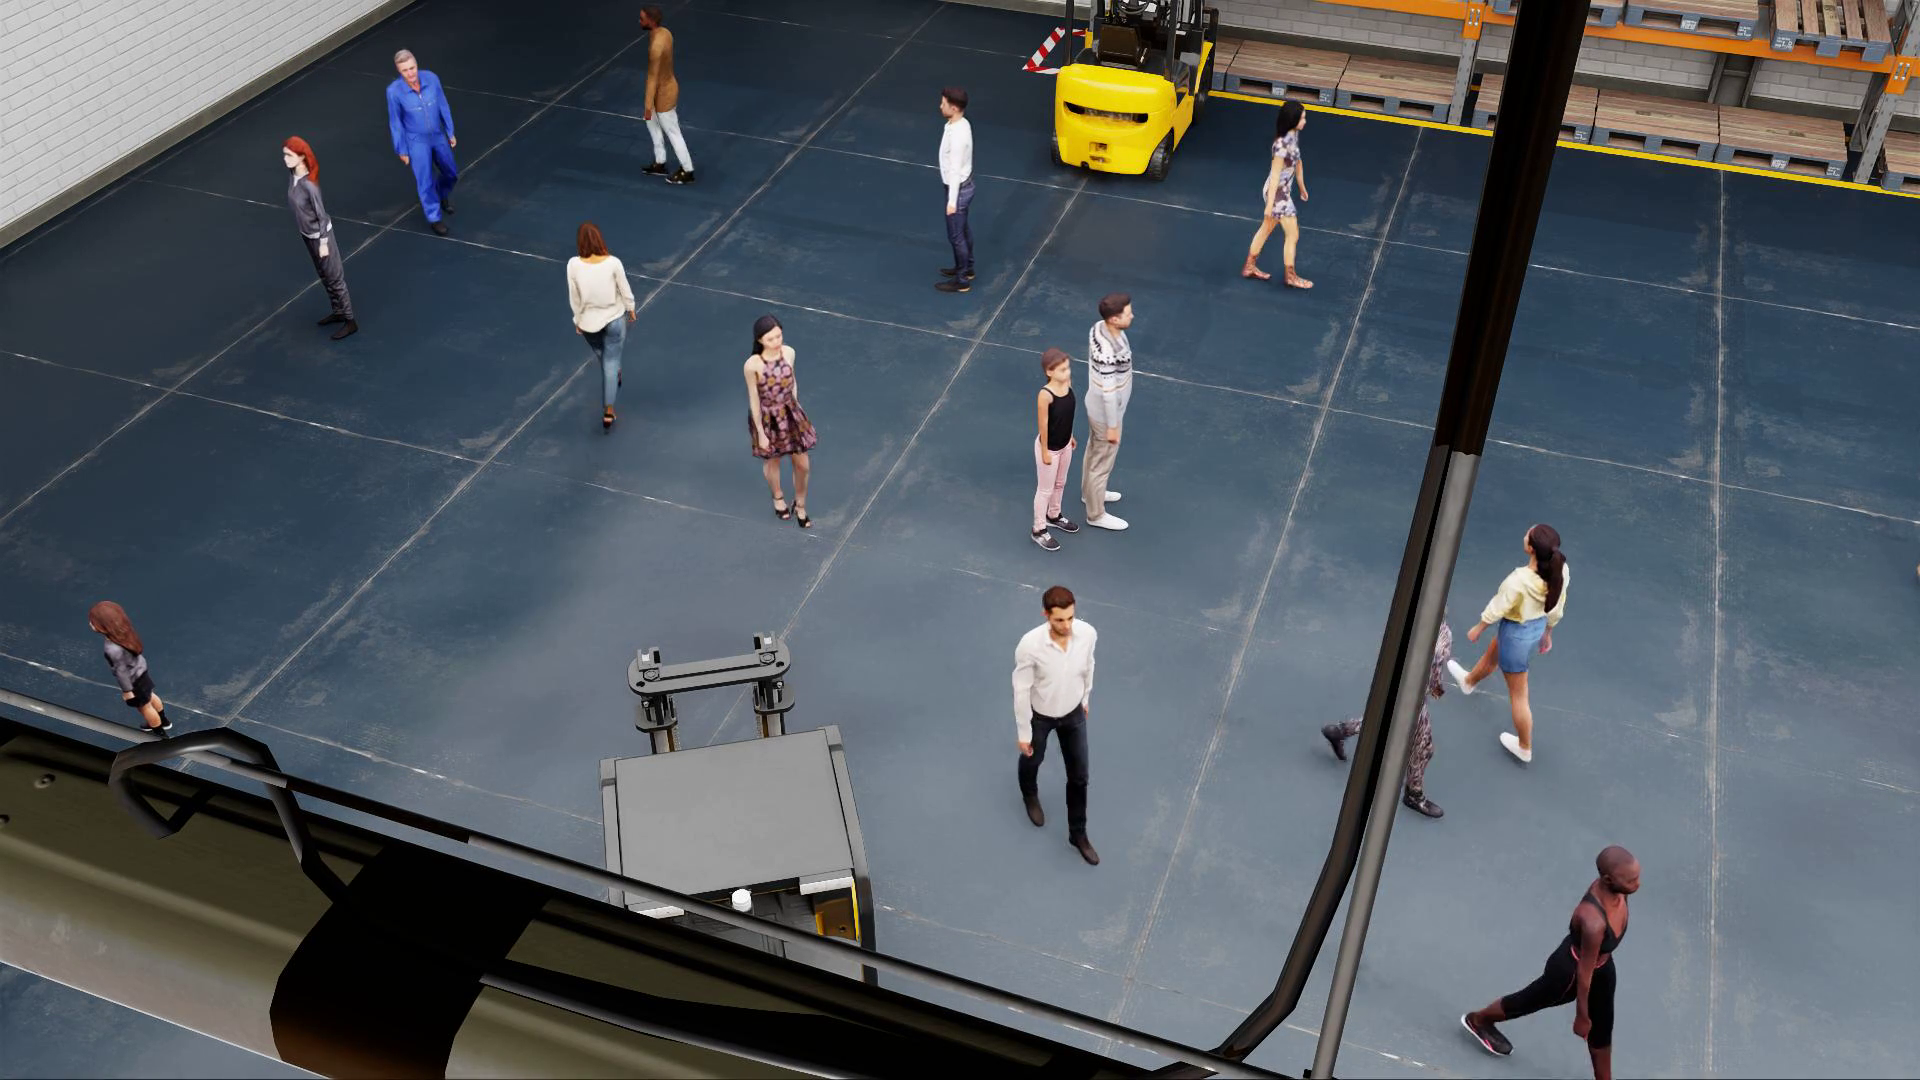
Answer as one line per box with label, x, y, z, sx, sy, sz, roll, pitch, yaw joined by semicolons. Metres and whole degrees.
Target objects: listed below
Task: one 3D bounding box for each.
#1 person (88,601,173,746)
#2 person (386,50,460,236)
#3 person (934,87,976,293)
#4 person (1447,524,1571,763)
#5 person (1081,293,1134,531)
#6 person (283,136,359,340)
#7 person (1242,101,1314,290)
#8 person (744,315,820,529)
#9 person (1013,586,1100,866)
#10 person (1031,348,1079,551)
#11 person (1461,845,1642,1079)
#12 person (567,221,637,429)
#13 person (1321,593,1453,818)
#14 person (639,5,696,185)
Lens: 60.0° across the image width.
person;-5.113;0.814;10.266;0.579;1.107;0.529;-13;41;-16
person;-4.980;-3.724;15.389;1.001;1.804;0.949;30;47;32
person;-0.007;-3.051;14.501;0.667;1.861;0.669;3;39;4
person;3.434;0.653;10.088;1.074;1.581;1.181;-20;43;-23
person;1.034;-0.944;11.862;0.719;1.862;0.761;-2;39;-2
person;-5.376;-2.541;13.929;0.715;1.778;0.608;-27;46;-30
person;2.720;-3.041;14.609;0.880;1.711;0.606;11;40;13
person;-1.364;-0.859;11.840;0.813;1.756;0.878;-23;44;-26
person;0.481;0.938;9.520;1.029;1.845;1.067;-13;40;-15
person;0.664;-0.667;11.755;0.598;1.563;0.584;25;45;28
person;2.931;2.094;8.185;1.271;1.704;0.875;26;46;29
person;-2.782;-1.639;12.916;1.103;1.633;0.943;0;39;0
person;2.574;0.861;9.737;1.125;1.693;0.732;23;44;26
person;-2.769;-4.284;16.096;0.894;1.797;0.794;0;39;0
